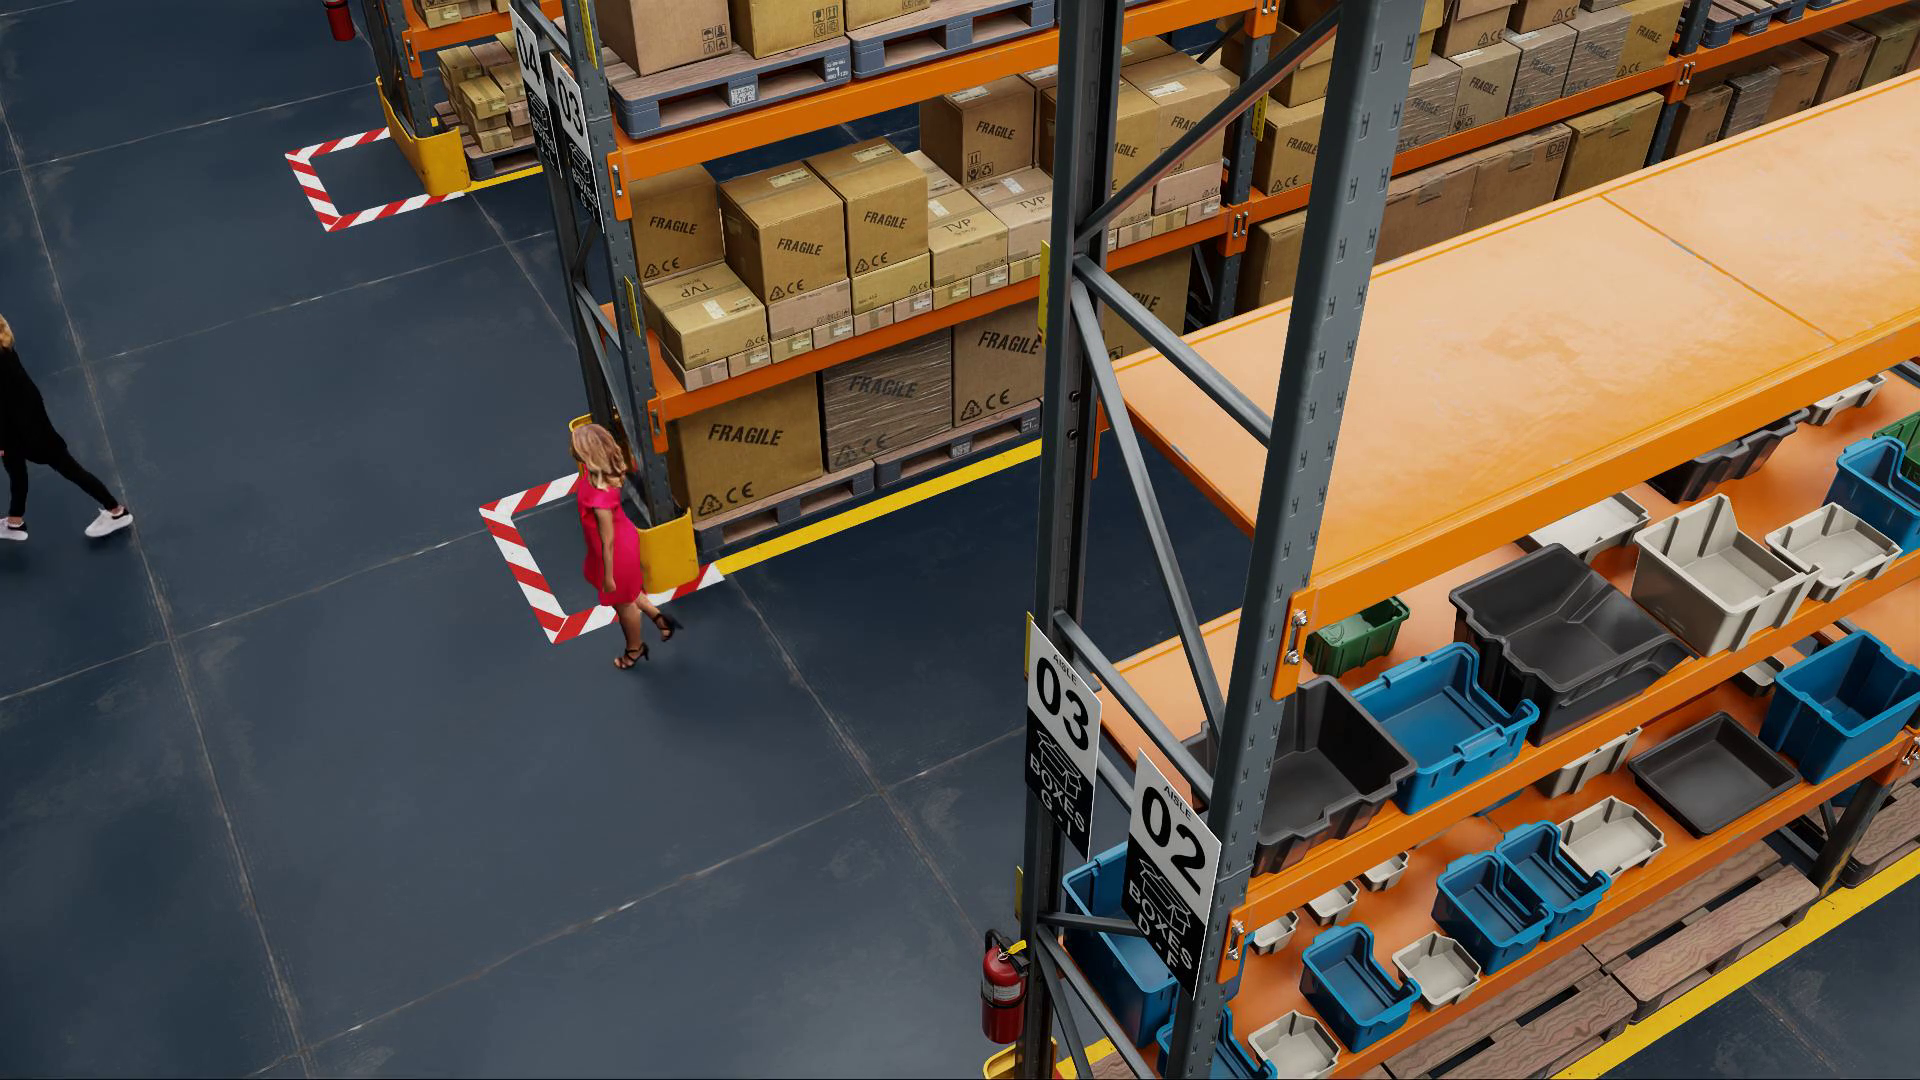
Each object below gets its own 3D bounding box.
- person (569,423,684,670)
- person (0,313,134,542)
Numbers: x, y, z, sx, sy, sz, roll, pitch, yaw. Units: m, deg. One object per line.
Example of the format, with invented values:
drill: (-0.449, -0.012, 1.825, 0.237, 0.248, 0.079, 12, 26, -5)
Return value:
person: (-1.743, 0.047, 8.802, 0.821, 1.719, 0.725, -4, 43, -4)
person: (-5.250, -0.684, 9.552, 1.073, 1.763, 0.673, -19, 46, -19)
